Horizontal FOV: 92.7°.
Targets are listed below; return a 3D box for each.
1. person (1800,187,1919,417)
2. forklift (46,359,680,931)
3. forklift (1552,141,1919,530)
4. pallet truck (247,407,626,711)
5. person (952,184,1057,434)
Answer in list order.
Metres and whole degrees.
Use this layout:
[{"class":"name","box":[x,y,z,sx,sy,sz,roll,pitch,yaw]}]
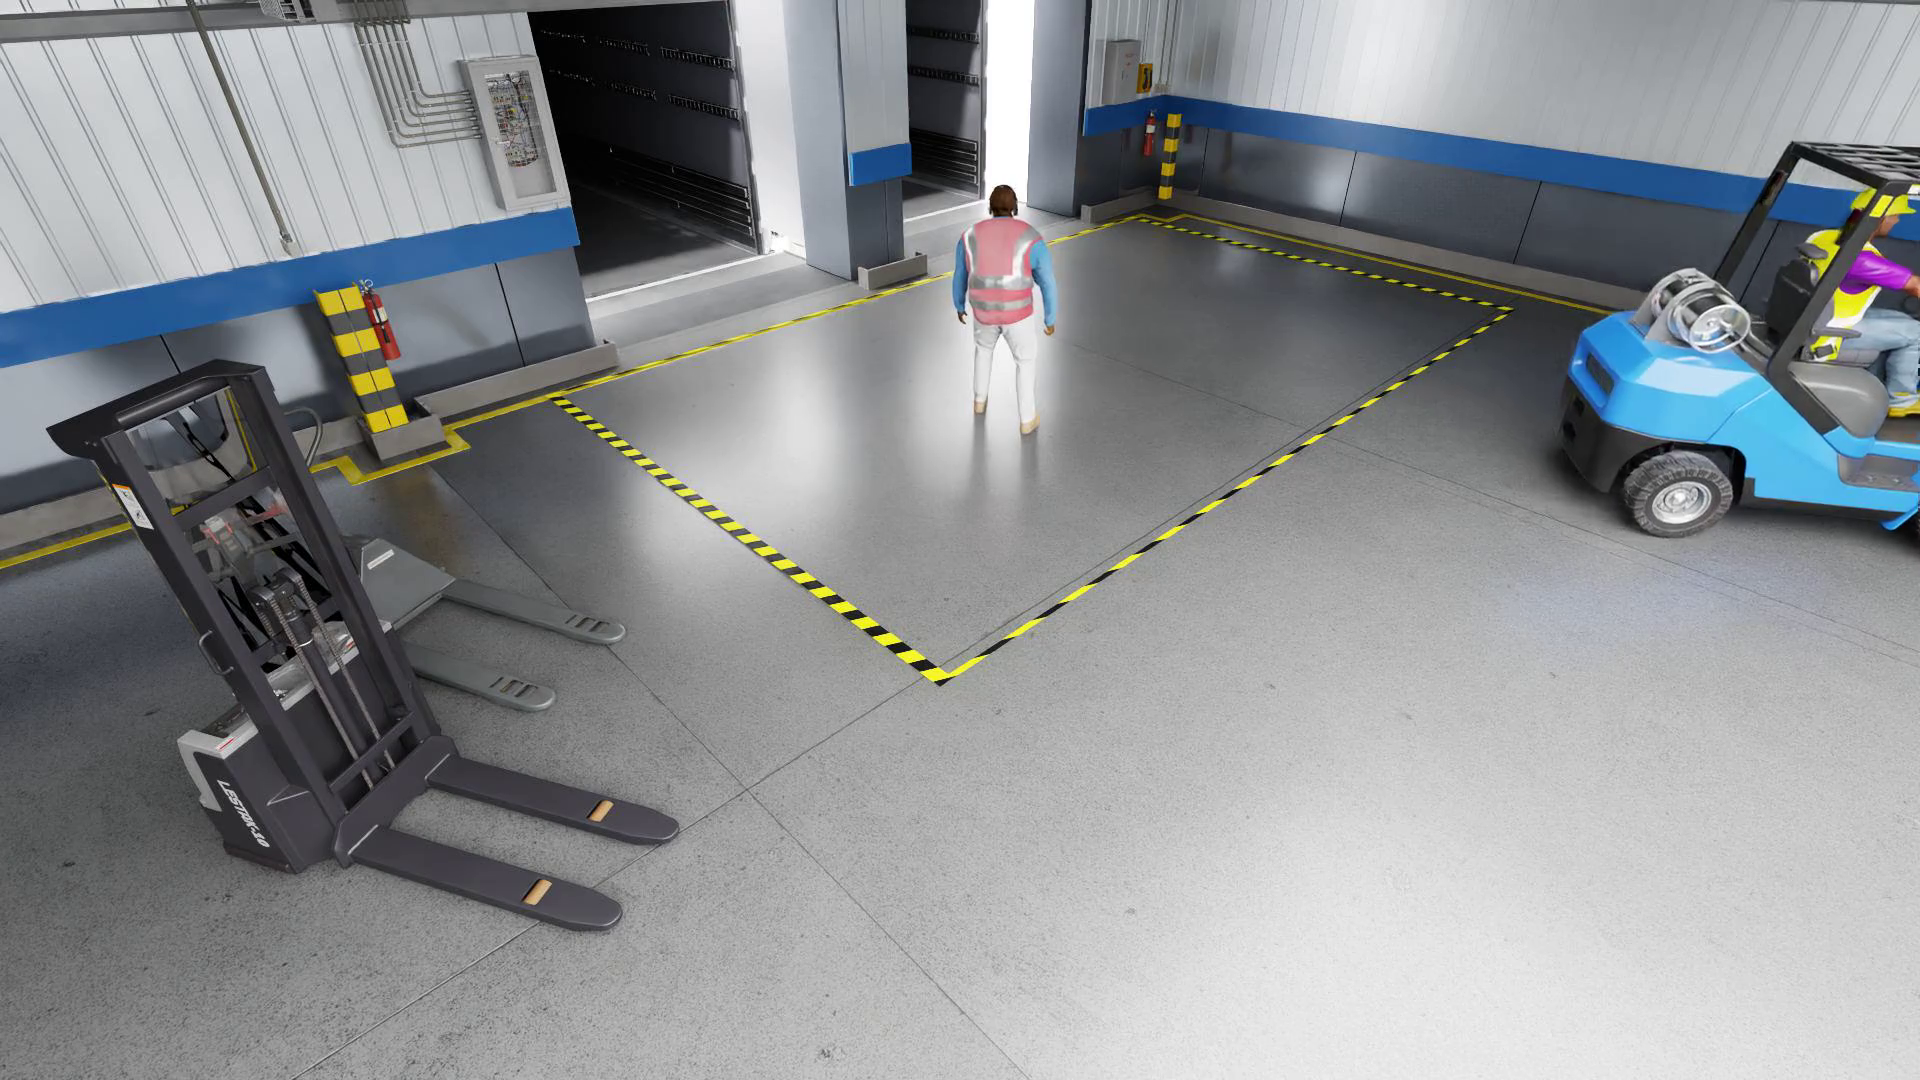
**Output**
[{"class":"person","box":[5.445,-1.364,5.331,1.004,1.294,0.635,8,35,11]},{"class":"forklift","box":[-2.135,0.422,3.354,1.885,1.965,0.823,10,35,14]},{"class":"forklift","box":[5.389,-1.221,5.453,2.680,2.036,1.157,8,35,11]},{"class":"pallet truck","box":[-2.628,0.038,4.590,1.601,1.201,0.680,12,36,18]},{"class":"person","box":[0.311,-1.690,6.747,0.810,1.684,0.648,9,35,13]}]
